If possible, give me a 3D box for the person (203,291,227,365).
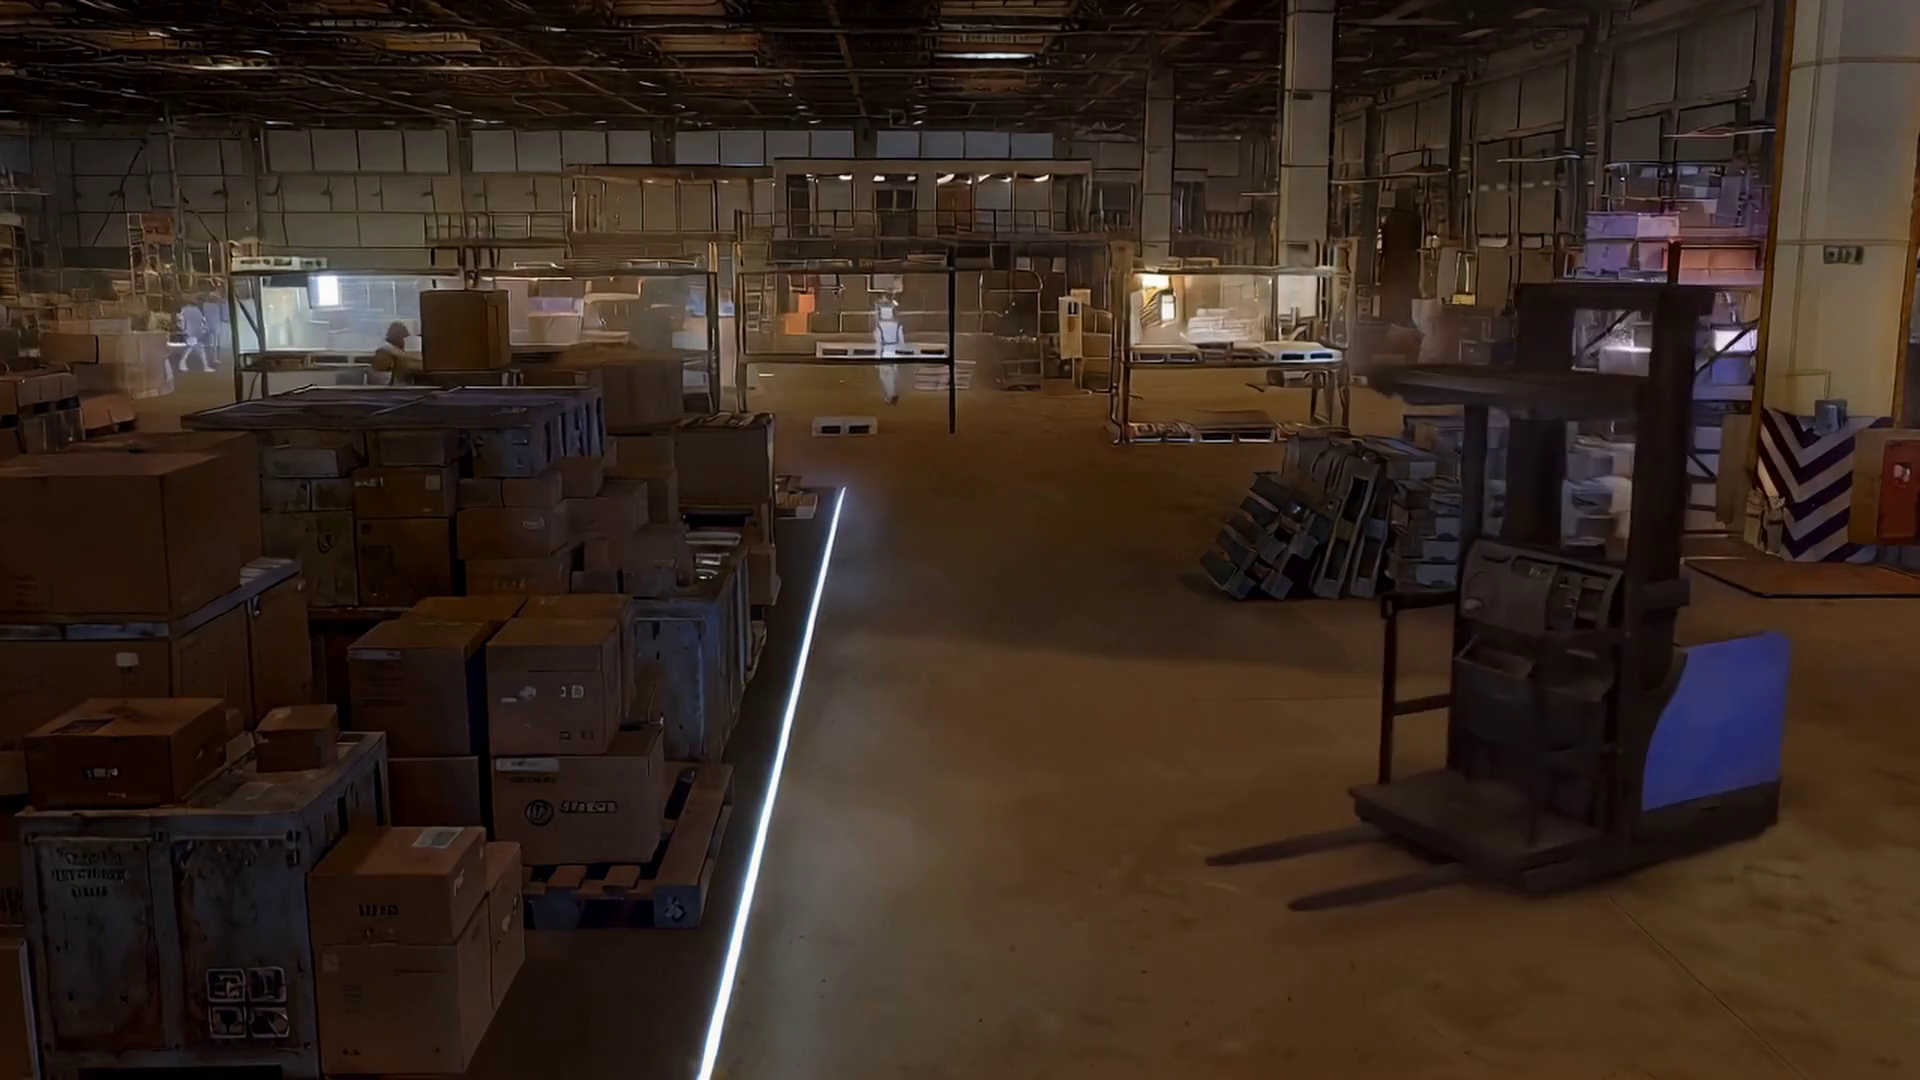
[{"bbox_3d":[-18.399,-5.240,41.141,0.520,1.814,0.963,-1,10,-3],"label":"person"}]

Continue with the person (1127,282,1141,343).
[{"bbox_3d":[5.172,-6.793,49.709,0.429,1.846,0.633,5,11,25],"label":"person"}]

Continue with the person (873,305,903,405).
[{"bbox_3d":[-1.306,-3.393,30.714,0.594,1.864,0.712,-4,11,-23],"label":"person"}]

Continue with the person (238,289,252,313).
[{"bbox_3d":[-19.182,-5.879,44.874,0.549,1.745,0.541,-2,10,-11],"label":"person"}]

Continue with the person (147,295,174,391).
[{"bbox_3d":[-16.207,-3.973,33.684,0.601,1.958,0.380,7,12,33],"label":"person"}]

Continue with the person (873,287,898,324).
[{"bbox_3d":[-1.833,-5.316,41.279,0.639,1.922,0.764,1,10,6],"label":"person"}]

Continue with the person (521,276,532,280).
[{"bbox_3d":[-18.279,-10.449,70.194,0.535,1.793,0.953,-1,10,-7],"label":"person"}]

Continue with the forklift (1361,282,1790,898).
[{"bbox_3d":[3.154,0.123,8.293,1.873,2.768,1.129,-5,11,-27],"label":"forklift"}]

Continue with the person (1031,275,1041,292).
[{"bbox_3d":[2.642,-8.306,58.045,0.589,1.879,0.359,-6,12,-30],"label":"person"}]

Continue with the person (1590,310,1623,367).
[{"bbox_3d":[11.567,-3.239,29.829,0.607,1.875,0.986,6,12,31],"label":"person"}]

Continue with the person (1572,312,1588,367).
[{"bbox_3d":[13.593,-4.478,36.866,0.642,1.827,0.439,7,12,33],"label":"person"}]

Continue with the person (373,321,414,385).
[{"bbox_3d":[-7.461,-1.952,22.192,1.028,2.000,0.700,1,10,3],"label":"person"}]

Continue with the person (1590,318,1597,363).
[{"bbox_3d":[15.989,-5.378,41.416,0.399,1.989,0.622,-2,10,-9],"label":"person"}]

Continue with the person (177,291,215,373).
[{"bbox_3d":[-17.854,-4.832,38.667,0.976,1.902,0.561,4,11,21],"label":"person"}]

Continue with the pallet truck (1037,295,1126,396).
[{"bbox_3d":[2.483,-3.881,33.060,1.885,1.965,0.823,-7,13,-36],"label":"pallet truck"}]

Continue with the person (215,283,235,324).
[{"bbox_3d":[-19.822,-5.964,44.883,0.590,1.919,0.396,2,10,12],"label":"person"}]
